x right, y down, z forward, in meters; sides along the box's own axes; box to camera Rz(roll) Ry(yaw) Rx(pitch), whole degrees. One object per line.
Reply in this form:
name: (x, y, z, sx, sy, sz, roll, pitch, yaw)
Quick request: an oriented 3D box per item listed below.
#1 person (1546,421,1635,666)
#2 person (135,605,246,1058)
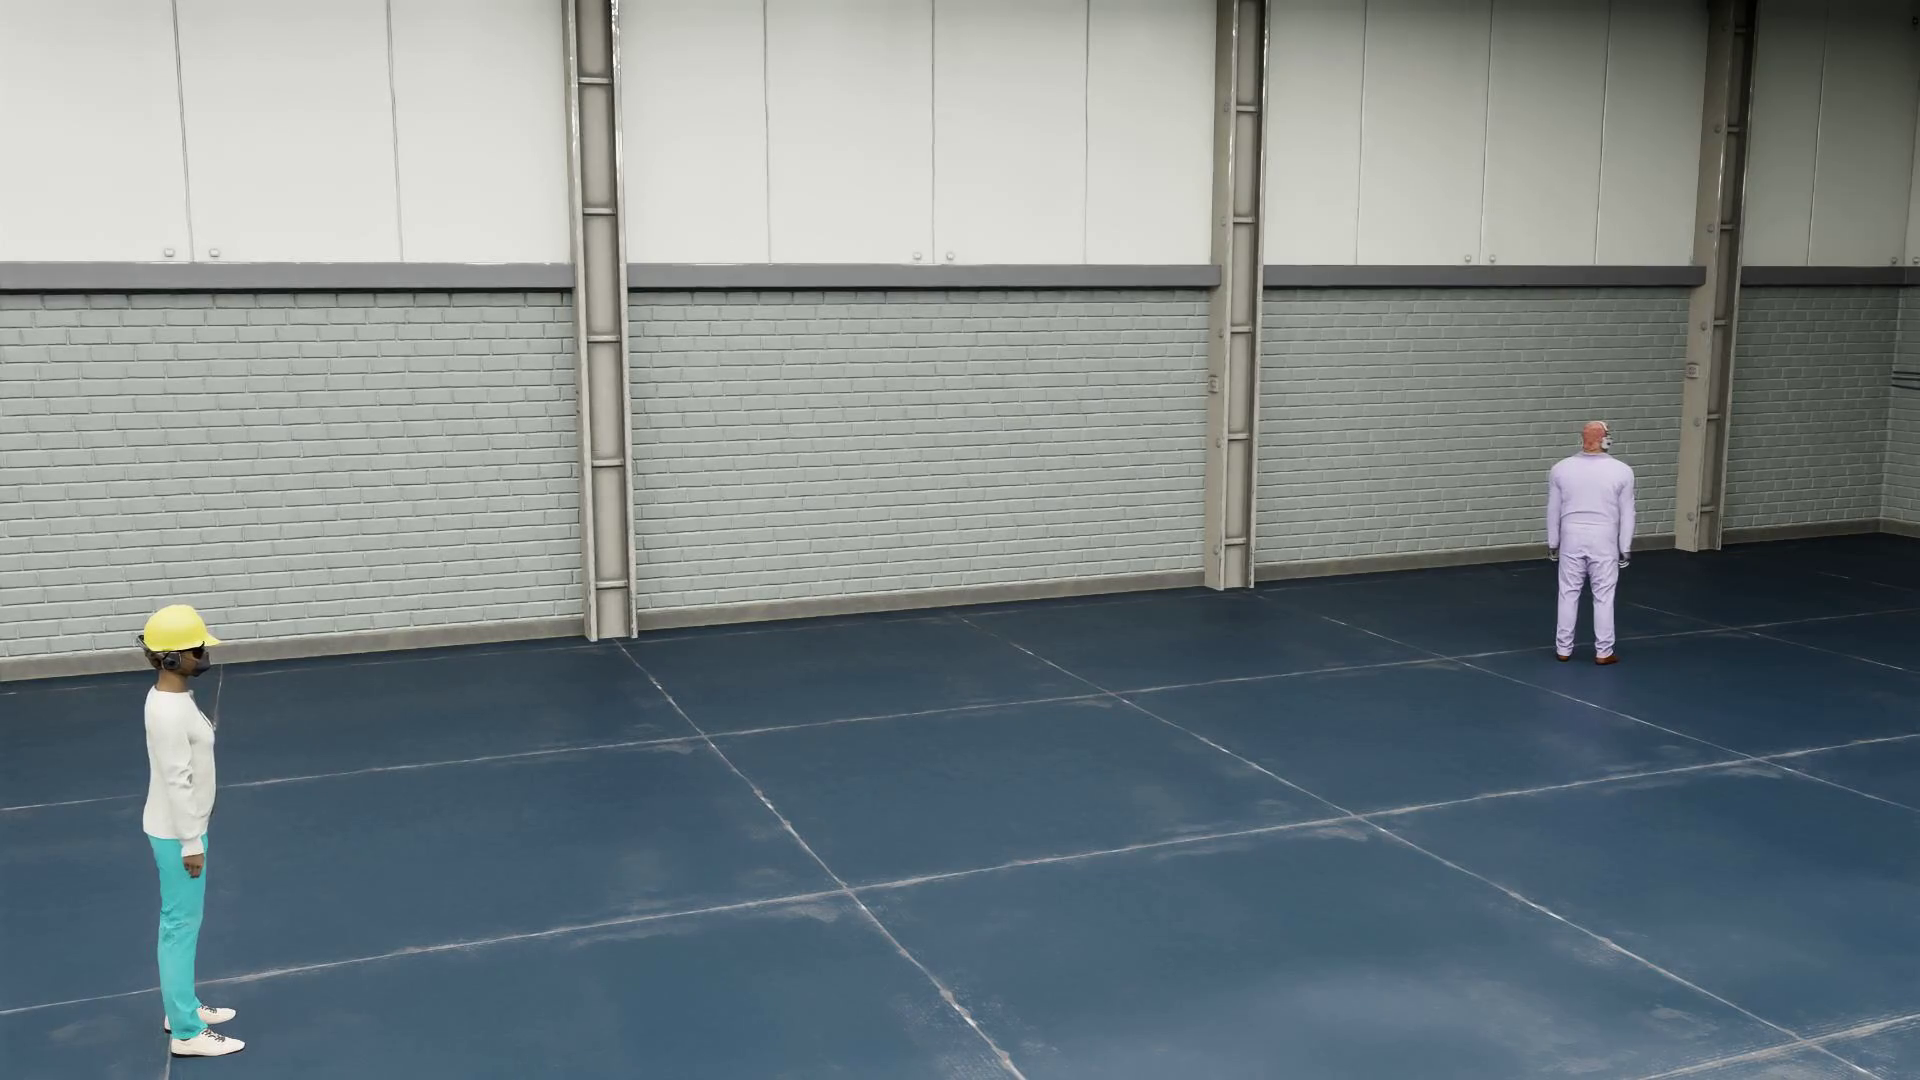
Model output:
person: (4.924, 0.023, 13.000, 0.644, 1.905, 0.400, 5, 10, 30)
person: (-3.021, 1.125, 6.509, 0.314, 1.769, 0.524, -5, 10, -27)
